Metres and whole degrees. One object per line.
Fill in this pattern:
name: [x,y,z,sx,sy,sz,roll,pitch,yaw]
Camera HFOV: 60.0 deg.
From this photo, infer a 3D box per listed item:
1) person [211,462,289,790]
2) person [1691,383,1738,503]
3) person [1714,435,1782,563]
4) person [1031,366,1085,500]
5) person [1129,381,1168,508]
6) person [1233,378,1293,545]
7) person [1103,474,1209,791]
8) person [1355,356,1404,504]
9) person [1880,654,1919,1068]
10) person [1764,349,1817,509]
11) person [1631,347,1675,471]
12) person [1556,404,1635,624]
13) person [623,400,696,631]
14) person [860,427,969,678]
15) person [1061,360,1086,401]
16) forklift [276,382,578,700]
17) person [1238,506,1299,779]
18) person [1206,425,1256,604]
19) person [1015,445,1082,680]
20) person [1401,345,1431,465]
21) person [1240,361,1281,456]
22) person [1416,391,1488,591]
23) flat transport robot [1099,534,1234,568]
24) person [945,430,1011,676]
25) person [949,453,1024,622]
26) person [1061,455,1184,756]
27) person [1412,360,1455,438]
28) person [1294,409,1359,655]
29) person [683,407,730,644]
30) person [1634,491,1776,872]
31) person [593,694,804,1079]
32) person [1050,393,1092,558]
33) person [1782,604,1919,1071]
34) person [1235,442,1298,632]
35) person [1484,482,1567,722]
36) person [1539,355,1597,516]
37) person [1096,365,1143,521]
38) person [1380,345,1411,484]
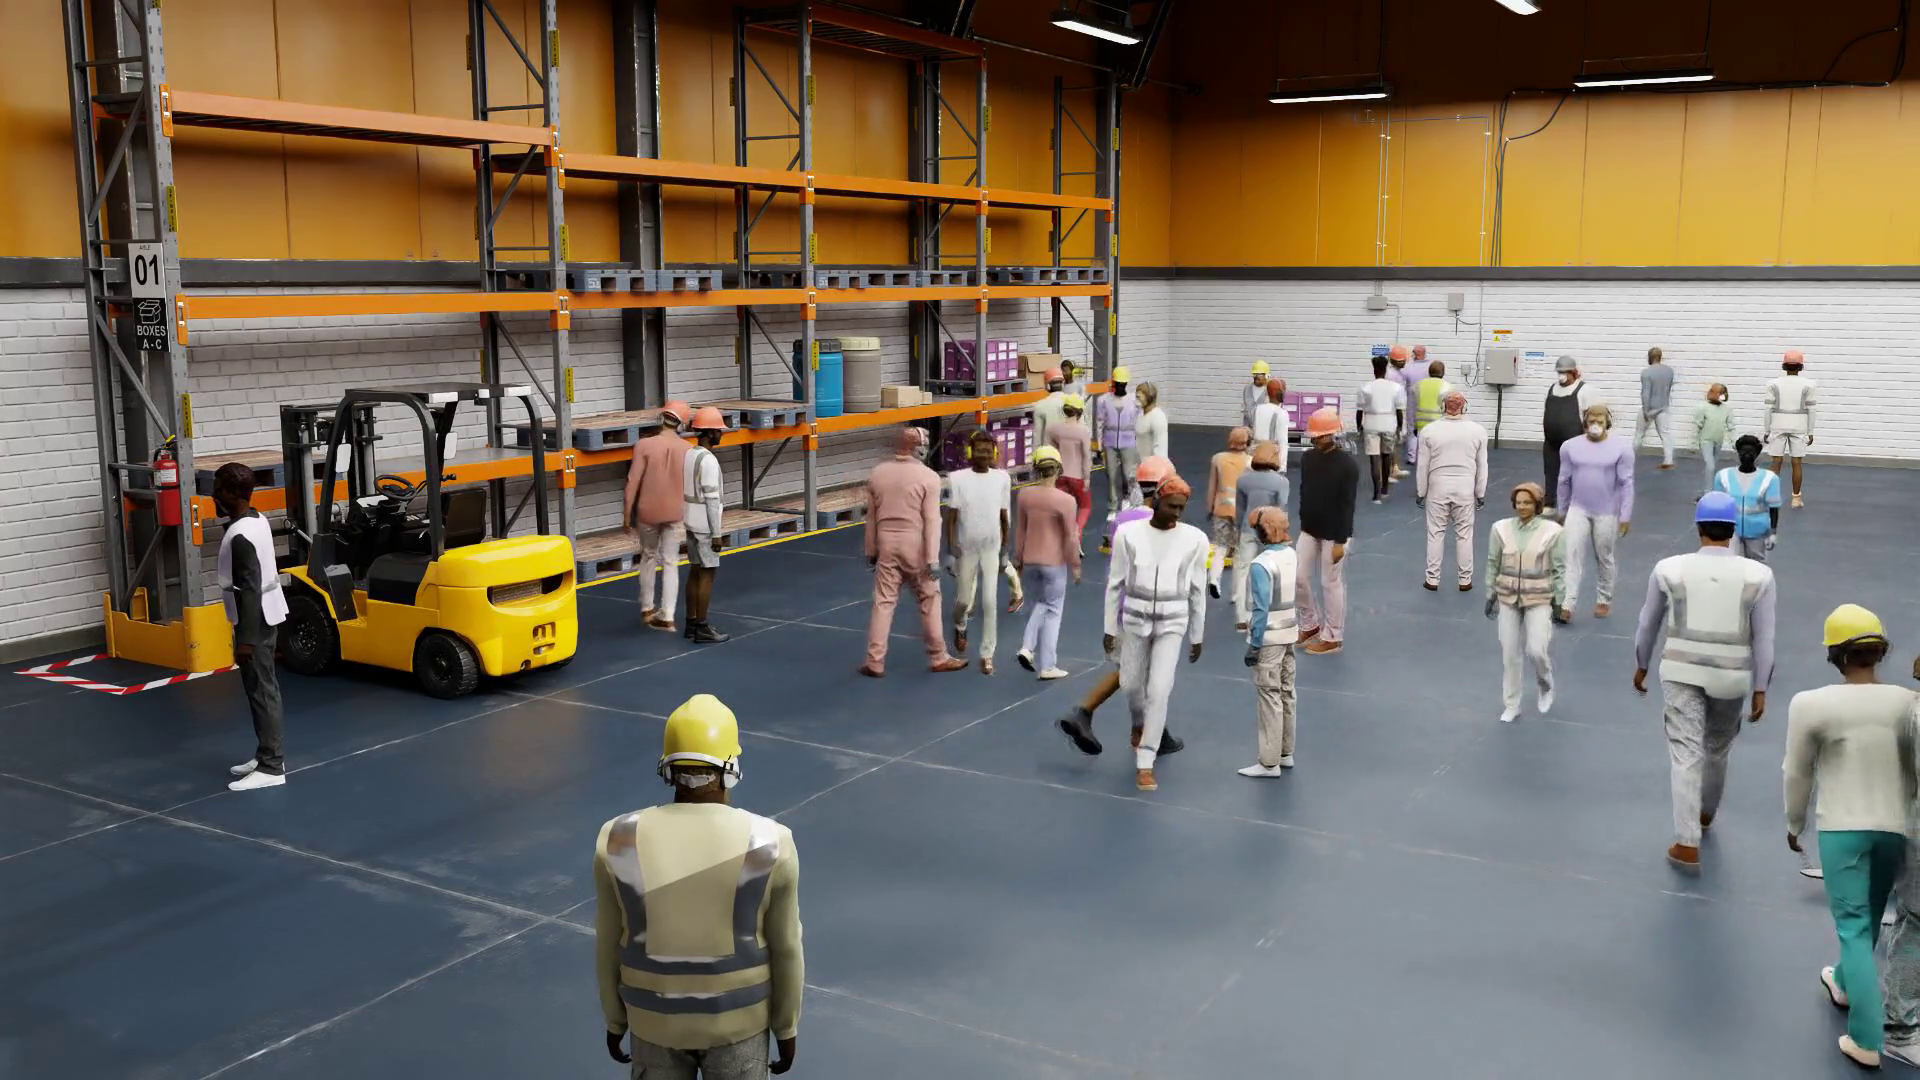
person: [-4.148,0.497,9.751,0.394,1.920,0.587,-3,10,-18]
person: [9.717,-1.205,21.358,0.513,1.601,0.769,-2,9,-15]
person: [6.712,-0.085,14.230,0.544,1.649,0.902,5,10,28]
person: [1.101,-0.962,18.704,0.633,1.963,0.571,-2,9,-12]
person: [1.888,-0.652,16.908,0.438,1.921,0.641,-1,9,-6]
person: [3.358,-0.846,18.291,0.683,1.867,0.580,-6,11,-31]
person: [1.176,0.506,9.946,0.605,1.848,0.810,2,9,11]
person: [5.523,-1.465,22.001,0.604,1.920,0.896,0,9,1]
person: [3.738,1.131,6.337,0.290,1.746,0.487,7,11,36]
person: [10.629,-1.422,21.330,0.606,2.048,0.366,5,10,29]
person: [10.647,-2.020,25.587,0.643,1.891,0.995,-3,9,-16]
person: [5.448,-0.221,14.342,0.651,1.891,0.929,6,11,33]
person: [-2.534,-0.216,14.180,0.687,1.933,0.747,-3,9,-15]
person: [-0.404,0.094,12.467,0.690,1.866,0.662,5,11,30]
person: [1.454,-1.502,22.455,0.532,1.852,0.621,6,11,34]
forklift: [-3.974,-0.067,12.417,2.313,2.155,1.214,5,11,30]
person: [1.857,0.608,9.938,0.315,1.637,0.514,6,11,34]
person: [2.488,-0.225,15.133,0.553,1.627,0.382,5,11,30]
person: [0.665,0.172,12.321,0.564,1.739,0.368,8,12,41]
person: [7.204,-2.112,26.111,0.686,1.897,0.424,0,9,1]
person: [4.051,-1.511,22.551,0.586,1.835,0.403,6,11,34]
person: [4.657,-0.463,15.787,0.651,1.906,0.403,2,9,11]
flat transport robot: [2.173,0.093,17.401,0.652,0.197,1.431,-7,11,-37]
person: [0.127,0.062,12.704,0.520,1.849,0.789,-1,9,-8]
person: [0.275,-0.104,14.546,0.507,1.587,0.852,7,12,39]
person: [1.041,0.432,10.250,0.787,1.899,0.589,-6,11,-33]
person: [6.500,-1.553,22.829,0.643,1.825,0.445,8,12,40]
person: [2.837,-0.047,13.036,0.520,1.958,0.647,-6,11,-32]
person: [-2.059,-0.123,13.592,0.388,1.930,0.548,-5,10,-28]
person: [3.839,0.692,8.607,0.633,1.879,0.998,3,10,20]
person: [-0.740,1.346,4.766,0.591,1.825,0.403,0,9,-2]
person: [1.173,-0.661,17.492,0.524,1.755,0.377,6,11,32]
person: [3.501,1.112,6.520,0.526,1.706,0.852,1,9,6]
person: [2.585,-0.038,14.119,0.520,1.580,0.853,6,11,33]
person: [3.783,0.420,11.143,0.514,1.631,0.385,7,11,36]
person: [7.598,-1.327,20.762,0.677,2.000,0.807,9,13,43]
person: [1.938,-1.171,20.215,0.585,1.912,0.510,2,9,10]
person: [6.260,-1.807,23.891,0.398,2.002,0.807,4,10,25]
